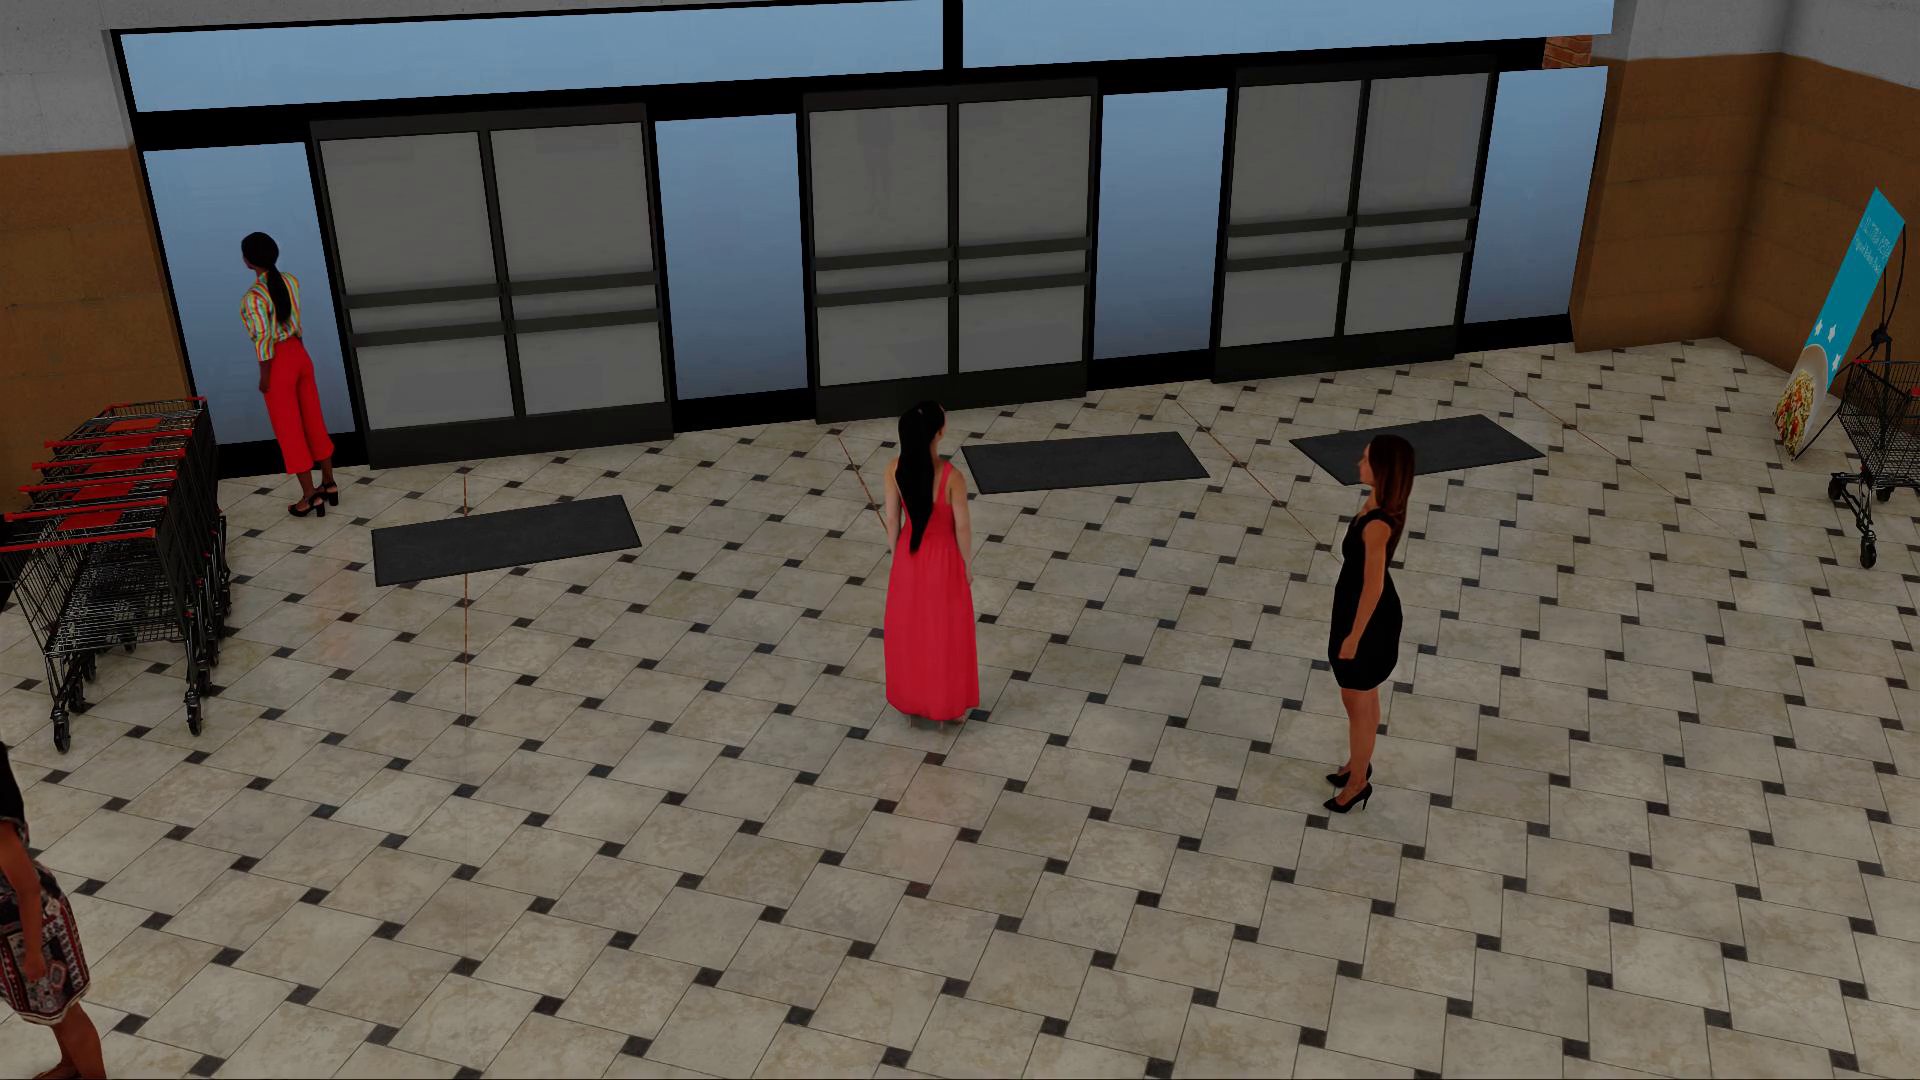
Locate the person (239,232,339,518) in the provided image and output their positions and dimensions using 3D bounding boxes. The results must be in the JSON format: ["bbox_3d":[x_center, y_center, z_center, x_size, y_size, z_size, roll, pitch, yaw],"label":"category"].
[{"bbox_3d":[-4.085,-0.993,10.085,0.746,1.792,0.645,8,28,15],"label":"person"}]

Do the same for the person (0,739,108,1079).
[{"bbox_3d":[-3.210,1.308,5.709,0.784,1.645,0.631,-21,34,-35],"label":"person"}]

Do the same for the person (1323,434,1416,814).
[{"bbox_3d":[1.784,0.388,7.314,0.729,1.835,0.635,9,28,17],"label":"person"}]

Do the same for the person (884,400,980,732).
[{"bbox_3d":[-0.148,0.137,7.927,0.715,1.727,0.751,10,29,19],"label":"person"}]
